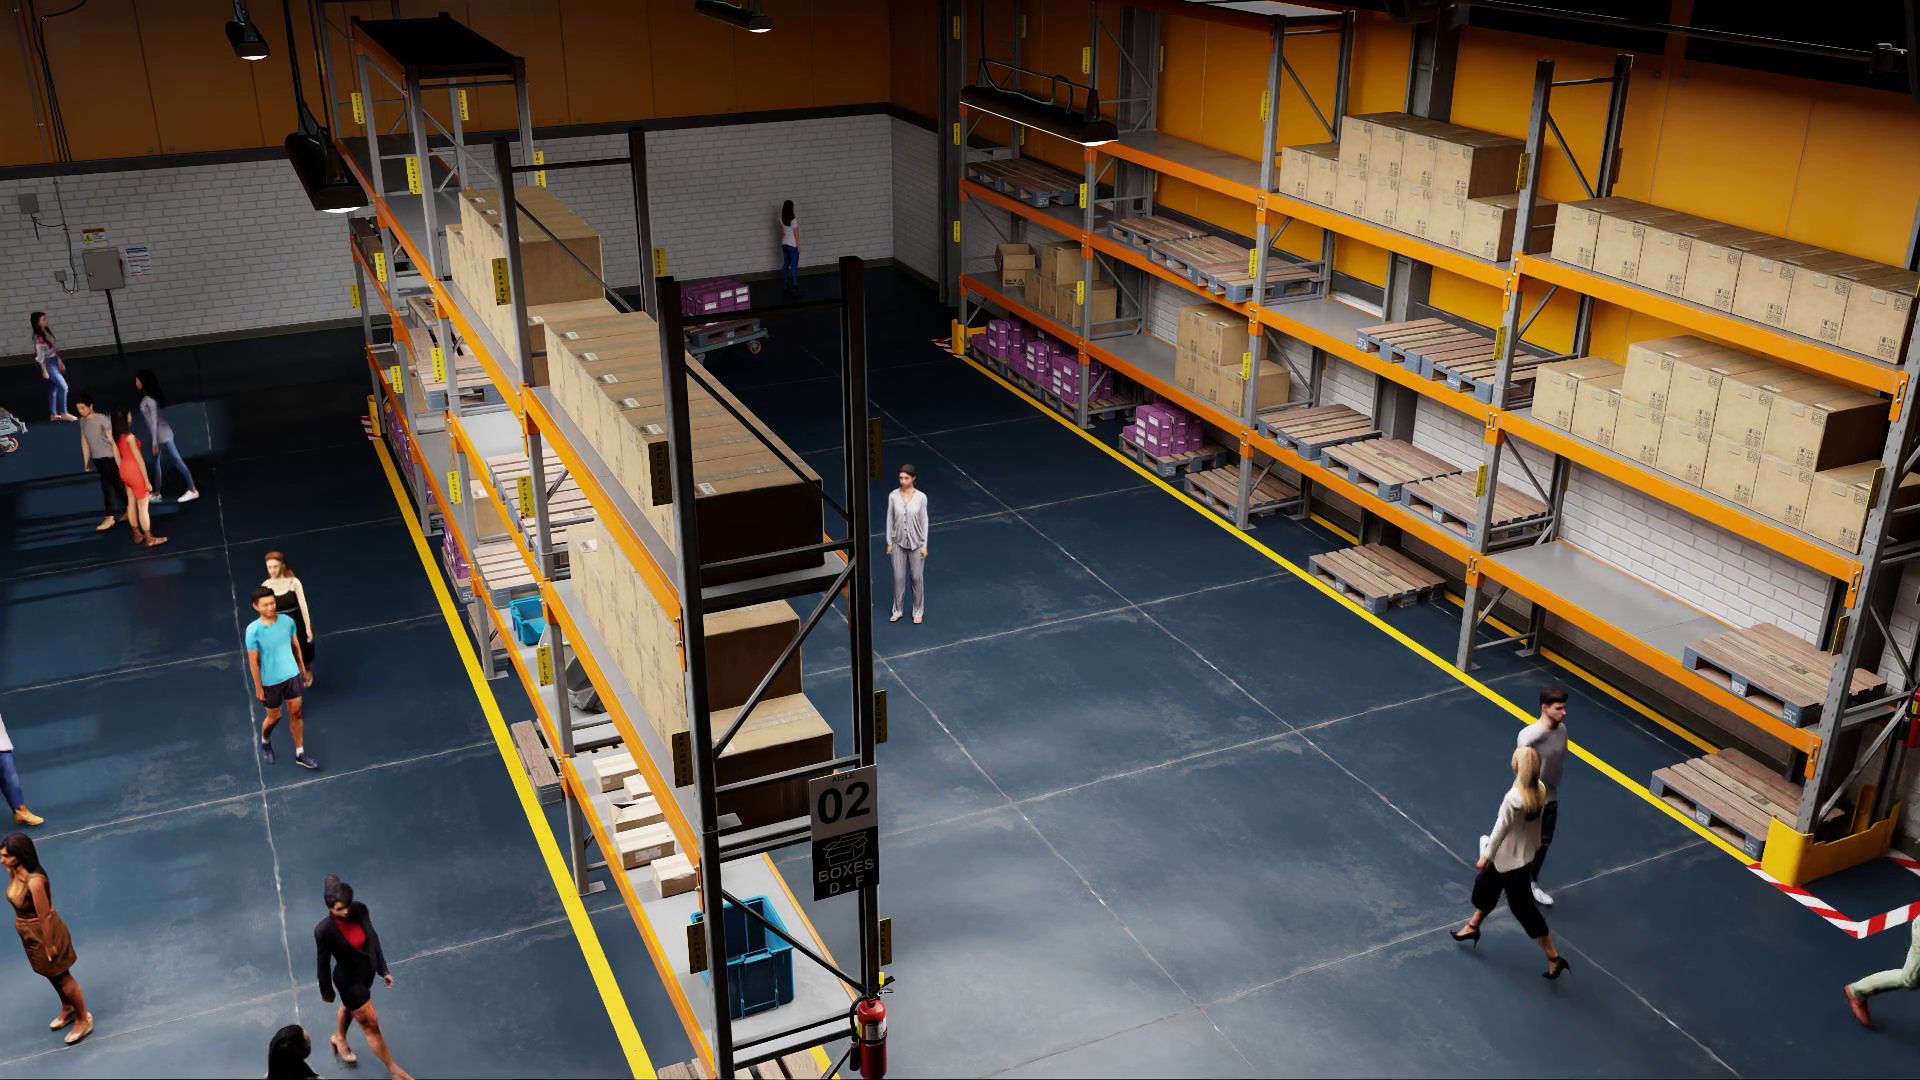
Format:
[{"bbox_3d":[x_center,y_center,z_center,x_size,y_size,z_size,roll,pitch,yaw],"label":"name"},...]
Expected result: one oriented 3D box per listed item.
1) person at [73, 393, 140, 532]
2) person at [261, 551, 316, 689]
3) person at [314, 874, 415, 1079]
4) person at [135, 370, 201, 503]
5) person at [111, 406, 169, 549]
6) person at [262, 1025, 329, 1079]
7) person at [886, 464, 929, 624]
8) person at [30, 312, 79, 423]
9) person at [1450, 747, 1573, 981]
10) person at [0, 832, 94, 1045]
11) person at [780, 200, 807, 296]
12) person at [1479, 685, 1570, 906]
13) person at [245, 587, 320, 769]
[{"bbox_3d":[-10.259,-1.012,20.117,0.958,1.681,0.994,10,25,21],"label":"person"},{"bbox_3d":[-6.419,0.839,15.994,0.659,1.592,1.082,-7,25,-16],"label":"person"},{"bbox_3d":[-4.109,2.956,11.159,1.089,1.586,0.939,13,27,27],"label":"person"},{"bbox_3d":[-9.846,-1.292,20.724,0.828,1.709,0.857,-14,27,-28],"label":"person"},{"bbox_3d":[-9.677,-0.749,19.468,0.628,1.719,0.729,13,27,28],"label":"person"},{"bbox_3d":[-3.767,3.545,9.630,0.694,1.732,0.711,3,24,8],"label":"person"},{"bbox_3d":[-0.549,0.031,17.616,0.678,1.774,0.700,3,24,8],"label":"person"},{"bbox_3d":[-12.920,-2.429,23.453,0.757,1.606,0.662,-3,24,-8],"label":"person"},{"bbox_3d":[4.127,2.409,12.131,1.262,1.810,0.924,19,30,37],"label":"person"},{"bbox_3d":[-6.352,2.743,11.525,0.584,1.683,0.696,18,29,35],"label":"person"},{"bbox_3d":[-3.037,-5.240,29.785,0.718,1.685,0.575,-21,31,-40],"label":"person"},{"bbox_3d":[4.446,1.968,13.065,0.702,1.869,0.916,-13,27,-27],"label":"person"},{"bbox_3d":[-6.134,1.224,14.894,0.947,1.768,0.822,19,30,36],"label":"person"}]
